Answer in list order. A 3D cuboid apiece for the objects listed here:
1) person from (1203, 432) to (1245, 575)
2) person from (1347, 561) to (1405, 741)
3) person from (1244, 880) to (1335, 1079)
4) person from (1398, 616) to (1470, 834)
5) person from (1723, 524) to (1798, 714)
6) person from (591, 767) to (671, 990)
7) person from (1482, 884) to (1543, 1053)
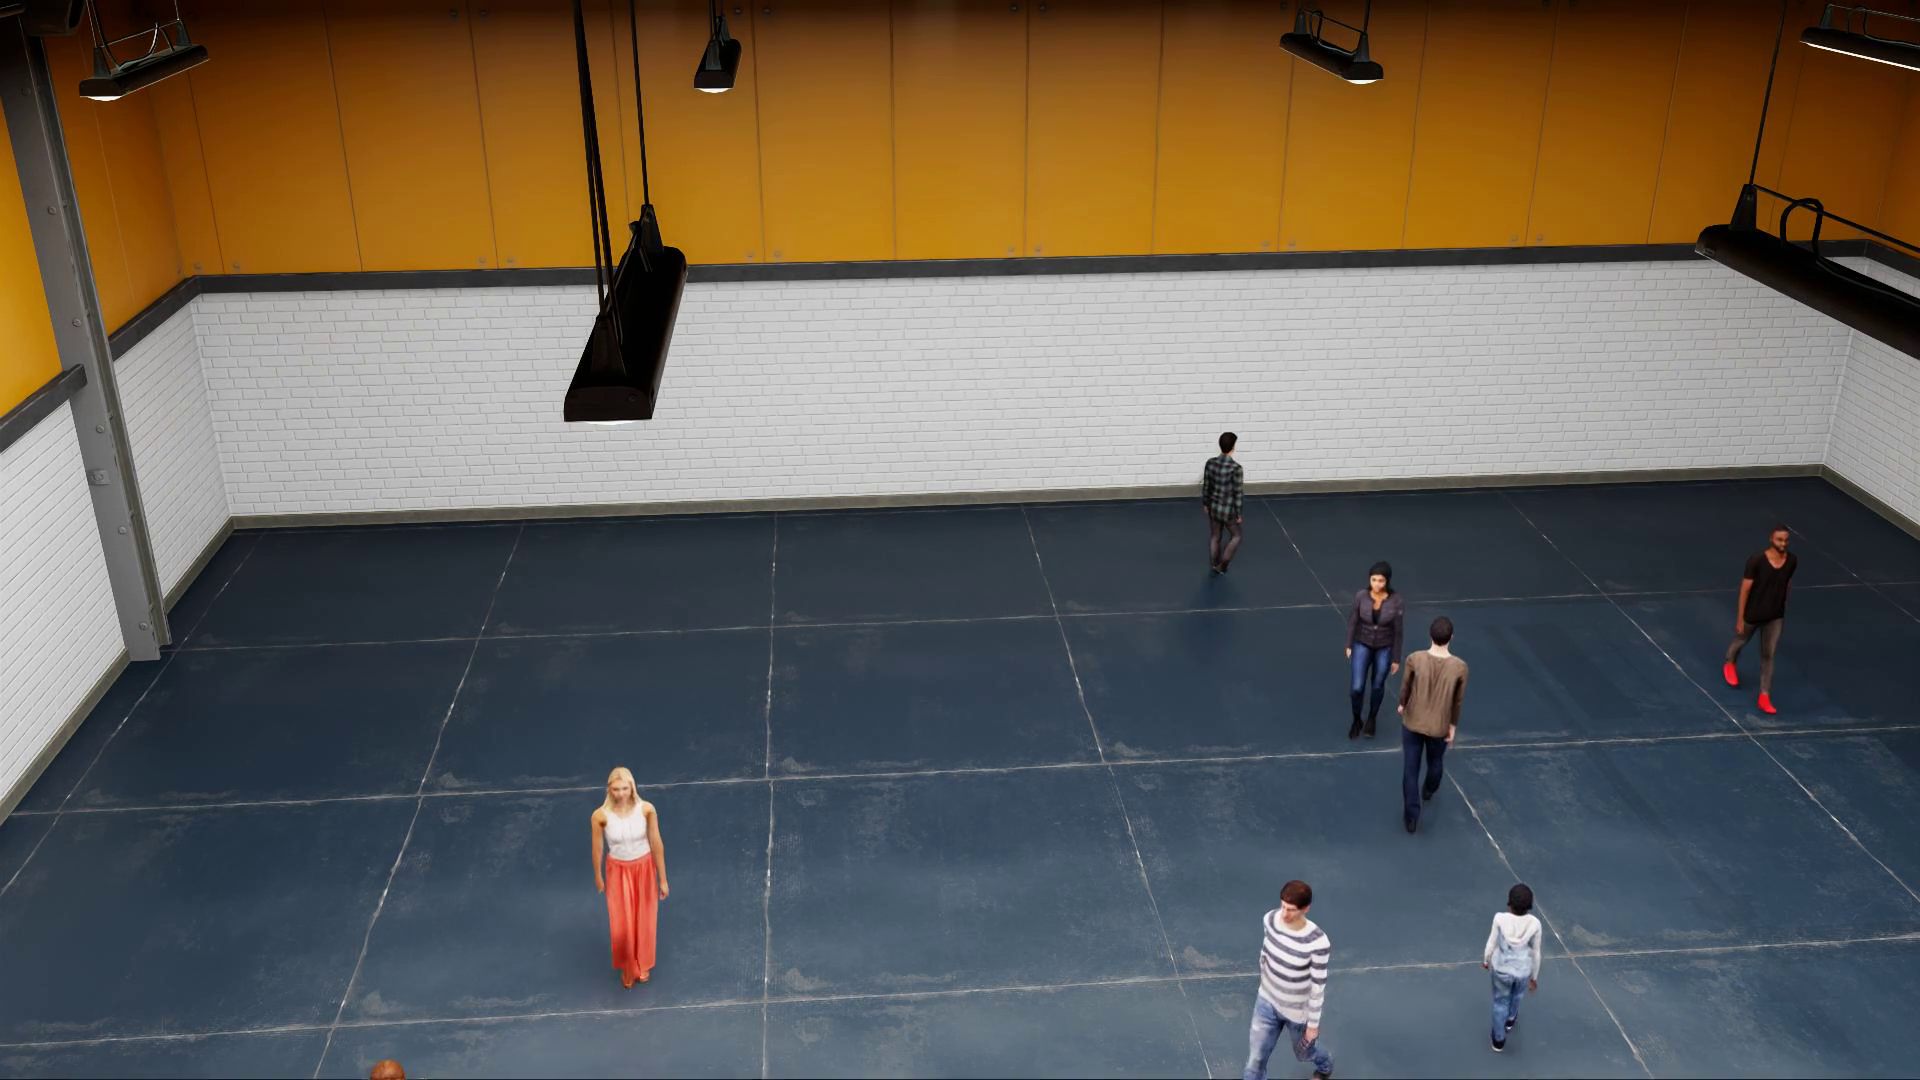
[{"bbox_3d":[2.877,-0.356,18.391,0.814,1.710,0.845,18,29,35],"label":"person"},{"bbox_3d":[3.767,0.968,15.037,0.779,1.729,0.808,7,25,17],"label":"person"},{"bbox_3d":[2.144,2.899,10.522,1.187,1.807,1.203,21,31,39],"label":"person"},{"bbox_3d":[3.803,1.531,13.599,0.853,1.850,1.111,5,24,12],"label":"person"},{"bbox_3d":[7.524,0.660,15.706,0.775,1.758,1.234,1,24,3],"label":"person"},{"bbox_3d":[-2.352,2.336,11.835,0.742,1.787,0.851,-8,25,-18],"label":"person"},{"bbox_3d":[3.717,2.906,11.205,0.611,1.248,0.738,5,24,11],"label":"person"}]
